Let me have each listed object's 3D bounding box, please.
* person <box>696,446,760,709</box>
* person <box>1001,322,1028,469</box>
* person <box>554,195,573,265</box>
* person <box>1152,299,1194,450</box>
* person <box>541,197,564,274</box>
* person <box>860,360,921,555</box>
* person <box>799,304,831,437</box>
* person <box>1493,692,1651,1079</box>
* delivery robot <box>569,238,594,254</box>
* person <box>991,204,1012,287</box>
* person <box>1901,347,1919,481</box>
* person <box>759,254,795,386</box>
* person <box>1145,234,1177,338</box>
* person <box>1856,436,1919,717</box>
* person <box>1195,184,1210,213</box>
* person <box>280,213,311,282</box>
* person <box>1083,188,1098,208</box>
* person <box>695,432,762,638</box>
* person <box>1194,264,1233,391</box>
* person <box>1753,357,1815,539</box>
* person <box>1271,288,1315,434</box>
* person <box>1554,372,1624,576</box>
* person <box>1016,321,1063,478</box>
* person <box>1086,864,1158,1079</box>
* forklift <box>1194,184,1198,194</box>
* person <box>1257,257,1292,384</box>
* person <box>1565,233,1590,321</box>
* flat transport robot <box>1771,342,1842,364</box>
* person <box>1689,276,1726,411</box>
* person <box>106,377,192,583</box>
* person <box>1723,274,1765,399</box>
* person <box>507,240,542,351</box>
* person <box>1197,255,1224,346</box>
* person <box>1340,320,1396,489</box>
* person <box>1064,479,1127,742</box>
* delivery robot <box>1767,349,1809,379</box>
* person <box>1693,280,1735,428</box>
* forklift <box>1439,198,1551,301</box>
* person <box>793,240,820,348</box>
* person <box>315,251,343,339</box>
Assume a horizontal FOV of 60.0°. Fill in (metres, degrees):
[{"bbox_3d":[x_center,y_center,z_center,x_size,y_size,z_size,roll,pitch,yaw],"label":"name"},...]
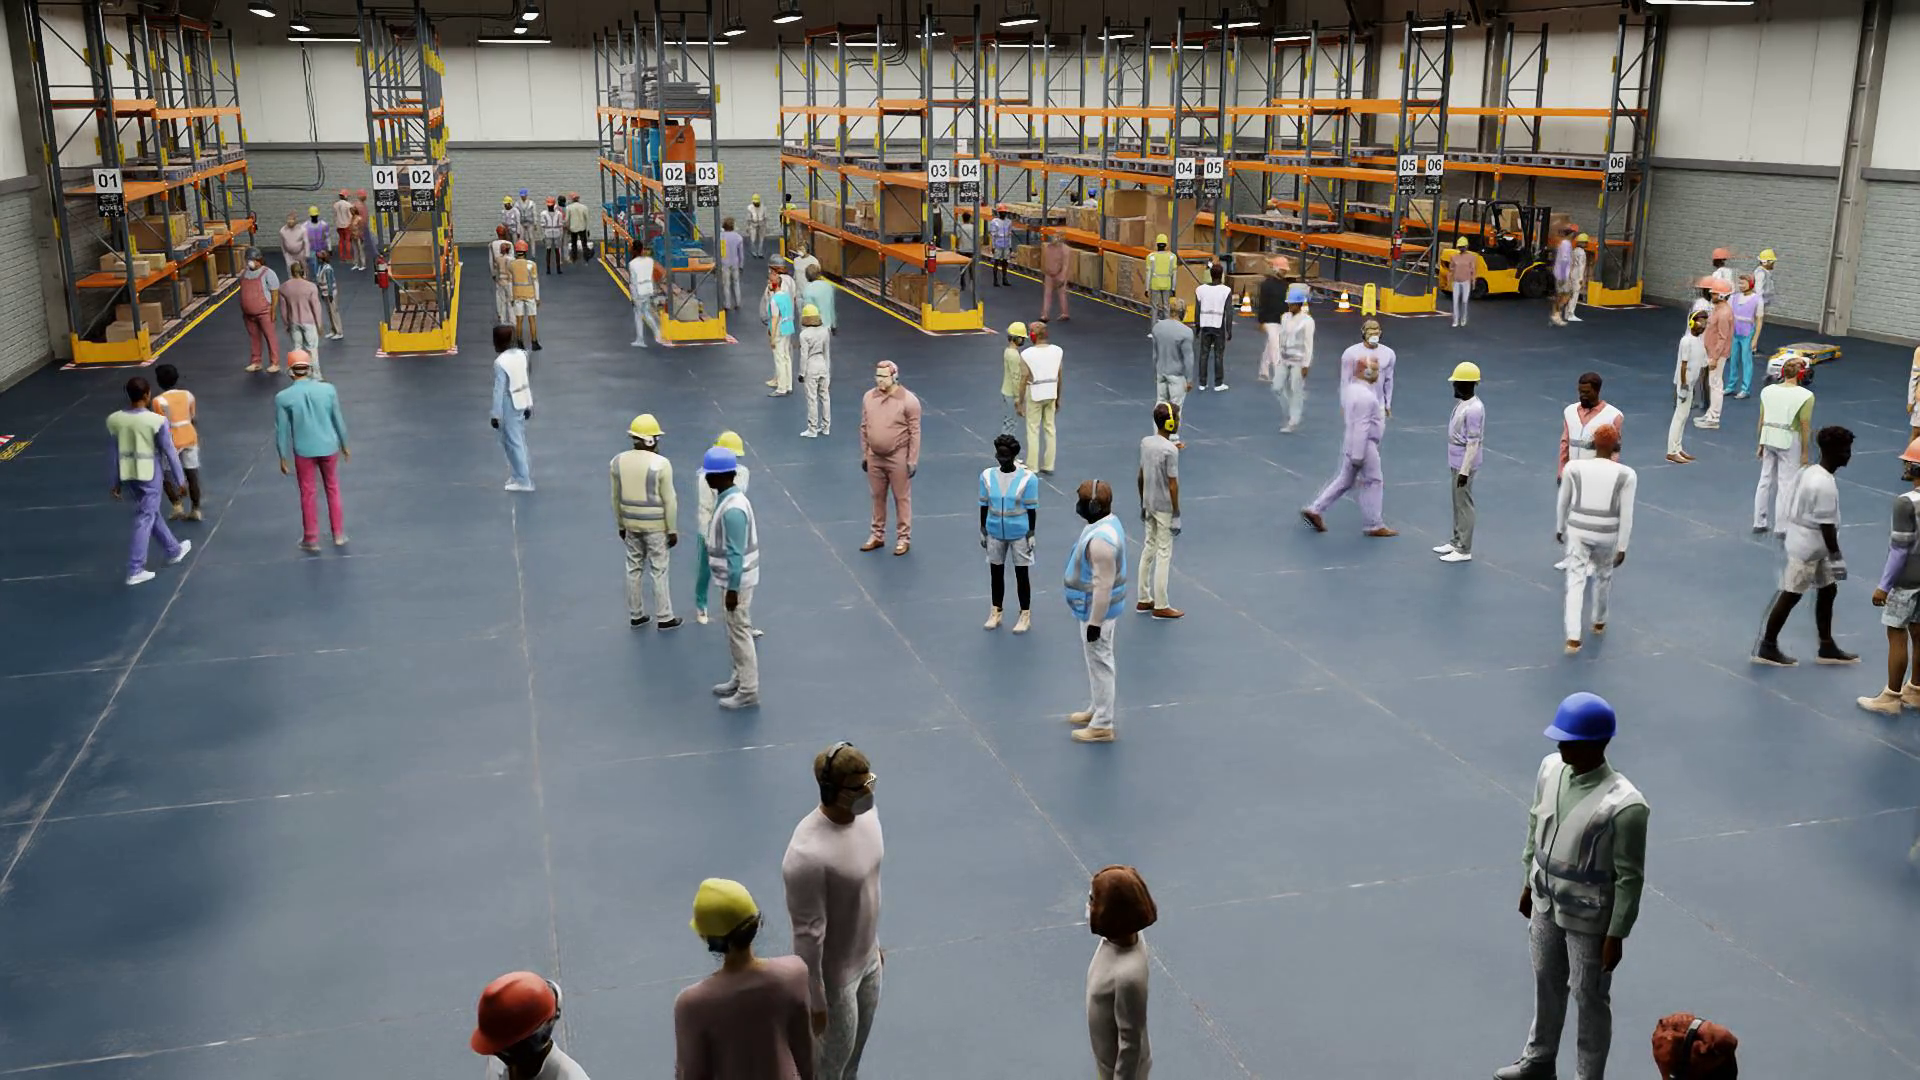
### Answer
[{"bbox_3d":[-1.677,0.267,12.138,0.429,1.937,0.628,-4,15,-14],"label":"person"},{"bbox_3d":[0.662,-1.744,20.035,0.318,1.764,0.522,-2,15,-7],"label":"person"},{"bbox_3d":[-10.649,-8.317,44.620,0.429,1.840,0.627,12,19,39],"label":"person"},{"bbox_3d":[2.689,-2.077,20.983,0.387,1.927,0.638,-13,20,-41],"label":"person"},{"bbox_3d":[-10.328,-7.721,42.196,0.547,1.934,0.375,-5,16,-17],"label":"person"},{"bbox_3d":[-0.699,-0.802,16.211,0.642,1.909,0.399,8,17,28],"label":"person"},{"bbox_3d":[-1.931,-2.229,21.898,0.301,1.742,0.484,13,20,41],"label":"person"},{"bbox_3d":[2.642,1.577,7.180,0.404,1.945,0.614,-6,16,-21],"label":"person"},{"bbox_3d":[-10.605,-8.190,46.424,0.707,0.478,0.477,-1,15,-2],"label":"delivery robot"},{"bbox_3d":[0.993,-6.985,39.409,0.551,1.942,0.340,-7,16,-25],"label":"person"},{"bbox_3d":[11.274,-1.624,19.247,0.550,1.937,0.357,7,16,25],"label":"person"},{"bbox_3d":[-2.845,-3.412,25.775,0.538,2.000,0.683,4,15,15],"label":"person"},{"bbox_3d":[3.716,-4.702,30.845,0.594,1.926,0.366,-2,15,-7],"label":"person"},{"bbox_3d":[6.809,0.262,11.943,0.605,2.045,0.378,-7,16,-25],"label":"person"},{"bbox_3d":[7.007,-9.452,48.559,0.599,2.020,0.497,-12,19,-38],"label":"person"},{"bbox_3d":[-14.973,-6.446,37.560,0.658,1.860,1.007,-2,15,-8],"label":"person"},{"bbox_3d":[3.644,-8.771,46.118,0.605,1.948,0.383,11,18,34],"label":"person"},{"bbox_3d":[-1.972,-0.071,13.853,0.532,1.708,0.929,-12,19,-37],"label":"person"},{"bbox_3d":[3.859,-3.236,25.353,0.597,1.915,0.370,8,17,28],"label":"person"},{"bbox_3d":[8.310,-0.929,16.830,0.395,1.836,0.561,-8,17,-27],"label":"person"},{"bbox_3d":[4.408,-2.360,22.012,0.439,1.935,0.634,-9,17,-31],"label":"person"},{"bbox_3d":[5.871,-0.629,15.573,0.413,1.906,0.599,-11,18,-35],"label":"person"},{"bbox_3d":[0.942,-1.642,19.496,0.568,1.843,0.400,-8,17,-26],"label":"person"},{"bbox_3d":[0.582,1.980,6.267,0.282,1.633,0.498,0,15,-1],"label":"person"},{"bbox_3d":[7.392,-11.333,53.972,1.873,2.768,1.129,-4,15,-15],"label":"forklift"},{"bbox_3d":[4.993,-3.400,25.870,0.829,1.959,0.648,14,20,43],"label":"person"},{"bbox_3d":[12.409,-5.276,33.381,0.341,1.737,0.485,1,15,3],"label":"person"},{"bbox_3d":[14.437,-3.191,28.335,1.431,0.197,0.652,-14,21,-43],"label":"flat transport robot"},{"bbox_3d":[10.684,-2.790,23.669,0.779,1.913,0.571,6,16,22],"label":"person"},{"bbox_3d":[-7.531,-0.593,15.509,0.610,1.859,1.022,3,15,11],"label":"person"},{"bbox_3d":[11.635,-3.018,24.674,0.373,1.840,0.572,-5,16,-18],"label":"person"},{"bbox_3d":[-7.674,-4.297,29.302,0.545,1.938,0.356,0,15,-2],"label":"person"},{"bbox_3d":[4.534,-4.319,29.963,0.283,1.636,0.500,-12,19,-38],"label":"person"},{"bbox_3d":[4.627,-1.539,18.923,0.631,1.940,0.372,-2,15,-9],"label":"person"},{"bbox_3d":[0.931,0.481,11.511,0.429,1.841,0.634,2,15,6],"label":"person"},{"bbox_3d":[12.871,-2.718,25.831,0.707,0.478,0.477,-11,18,-36],"label":"delivery robot"},{"bbox_3d":[10.211,-2.509,22.464,0.378,1.996,0.611,6,16,23],"label":"person"},{"bbox_3d":[11.913,-6.508,37.130,2.313,2.155,1.214,-4,15,-15],"label":"forklift"},{"bbox_3d":[-2.729,-4.349,29.521,0.625,1.933,0.375,14,20,42],"label":"person"},{"bbox_3d":[-11.711,-4.542,30.829,0.322,1.627,0.530,-11,18,-35],"label":"person"}]
